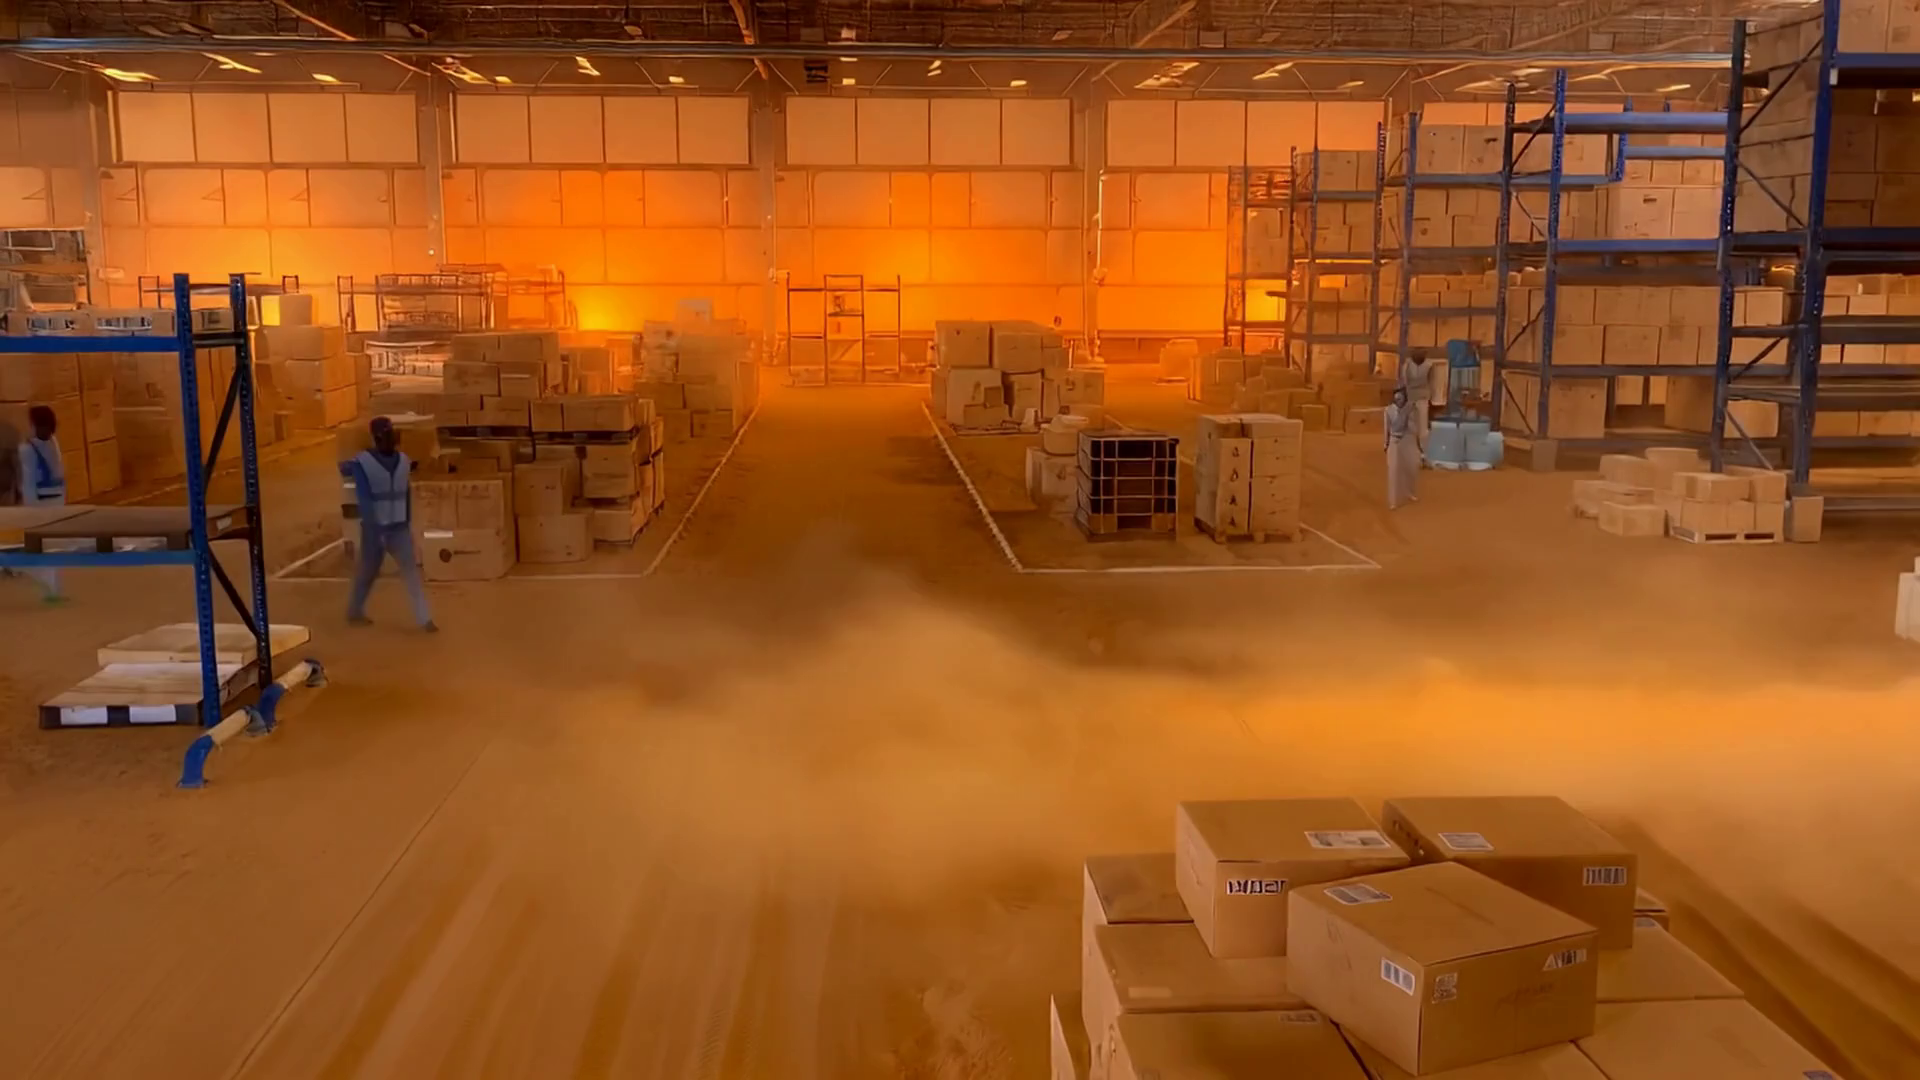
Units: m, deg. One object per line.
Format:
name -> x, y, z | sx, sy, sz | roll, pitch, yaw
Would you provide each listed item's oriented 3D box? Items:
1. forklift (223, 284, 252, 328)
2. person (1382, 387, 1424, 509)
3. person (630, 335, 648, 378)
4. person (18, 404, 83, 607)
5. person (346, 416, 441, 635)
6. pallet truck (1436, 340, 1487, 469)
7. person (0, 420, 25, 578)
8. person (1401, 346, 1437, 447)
forklift -> -16.493, -4.479, 38.154 | 1.873, 2.768, 1.129 | -2, 9, -10
person -> 5.818, -1.235, 21.840 | 0.535, 1.588, 0.891 | 3, 9, 17
person -> -7.694, -4.107, 39.850 | 0.528, 1.597, 0.862 | 3, 10, 19
person -> -8.263, -0.304, 15.105 | 0.419, 1.868, 0.610 | 0, 9, -2
person -> -4.891, -0.127, 14.057 | 0.959, 1.864, 0.588 | 7, 11, 37
pallet truck -> 8.004, -2.170, 26.422 | 0.823, 1.965, 1.885 | 2, 9, 14
person -> -9.630, -0.547, 16.522 | 0.428, 1.913, 0.597 | 6, 11, 34
person -> 7.977, -2.483, 29.037 | 0.626, 1.785, 0.985 | 4, 10, 25
